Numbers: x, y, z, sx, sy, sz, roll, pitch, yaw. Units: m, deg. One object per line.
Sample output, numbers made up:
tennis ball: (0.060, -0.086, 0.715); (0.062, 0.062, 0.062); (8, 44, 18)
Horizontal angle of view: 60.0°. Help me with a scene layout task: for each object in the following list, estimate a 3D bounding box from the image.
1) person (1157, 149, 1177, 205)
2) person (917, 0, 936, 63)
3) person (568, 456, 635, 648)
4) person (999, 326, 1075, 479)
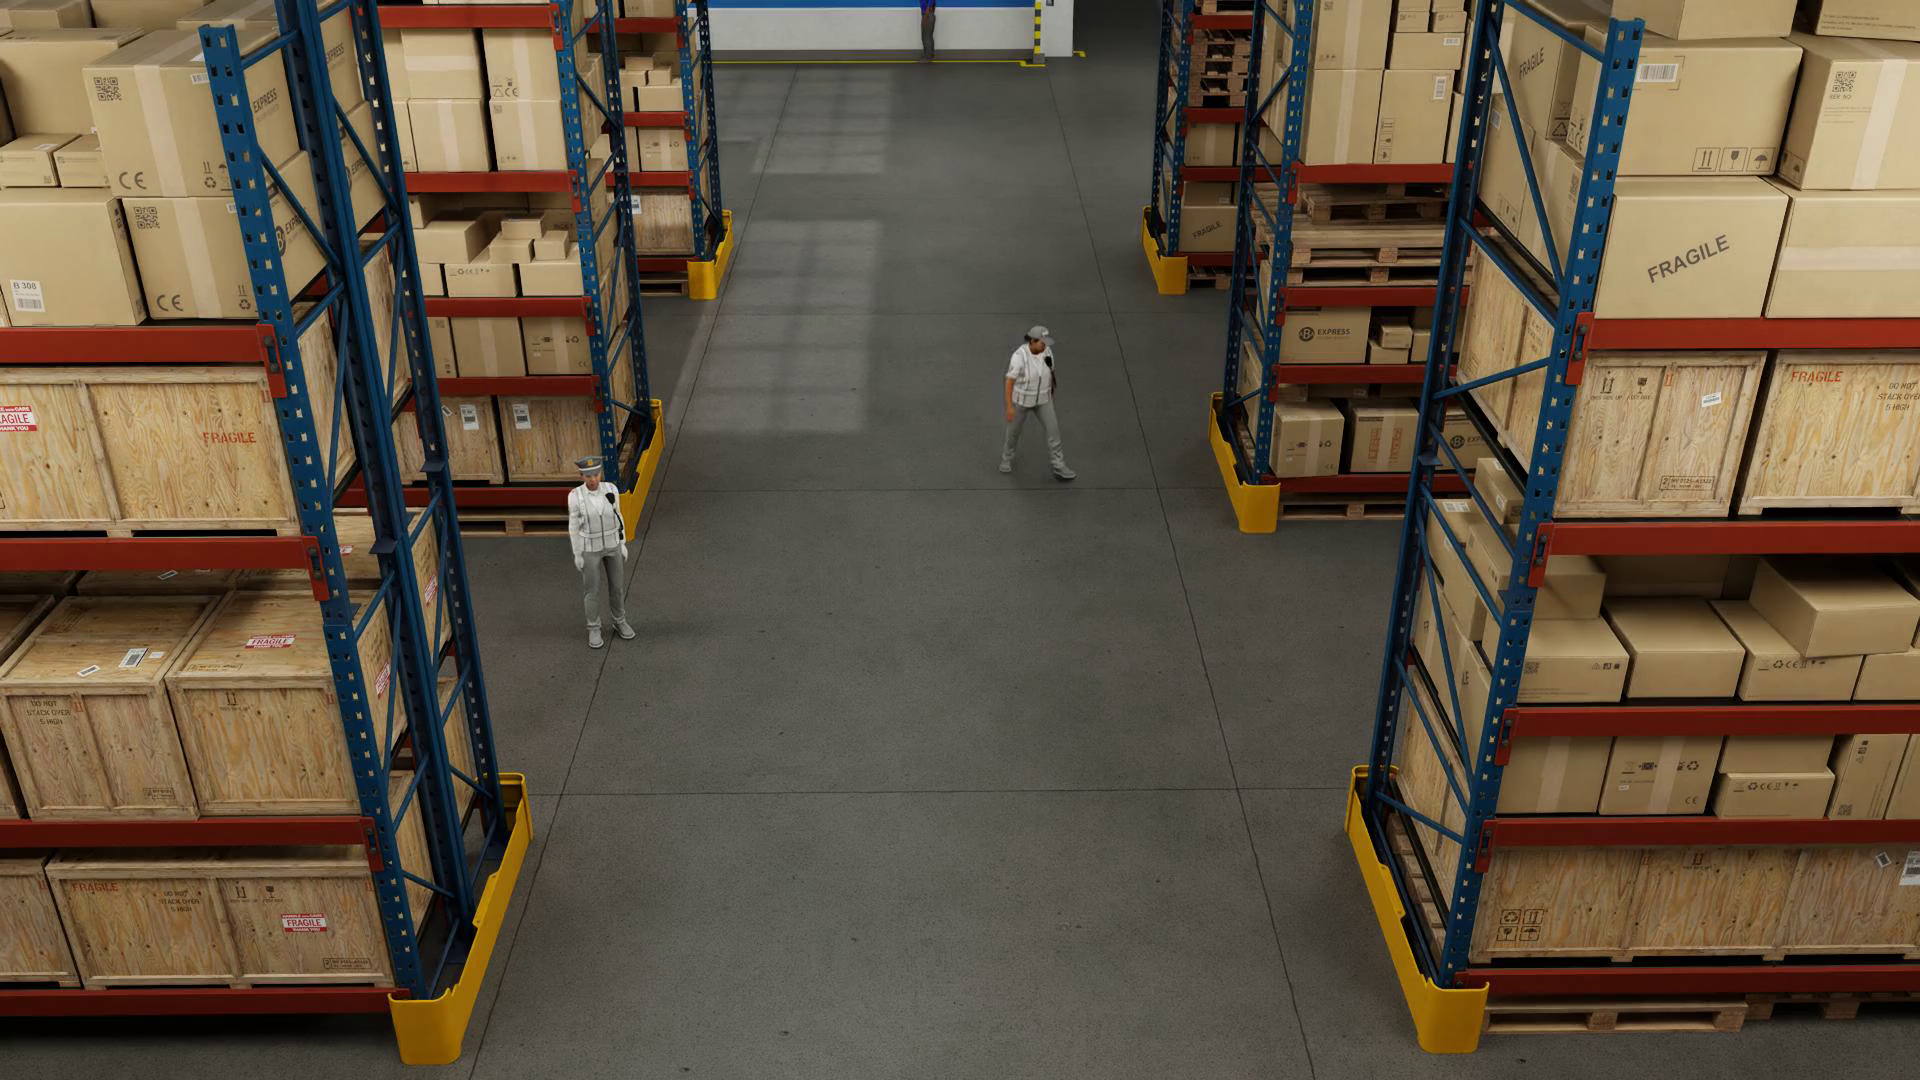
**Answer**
person: (3.301, -5.831, 24.728); (0.563, 1.766, 0.696); (22, 35, 34)
person: (-0.670, -10.499, 33.553); (0.360, 1.656, 0.433); (7, 29, 13)
person: (-3.000, 0.070, 13.864); (0.464, 1.689, 0.359); (-15, 32, -25)
person: (0.734, -1.402, 16.634); (0.716, 1.625, 0.698); (-10, 30, -18)
